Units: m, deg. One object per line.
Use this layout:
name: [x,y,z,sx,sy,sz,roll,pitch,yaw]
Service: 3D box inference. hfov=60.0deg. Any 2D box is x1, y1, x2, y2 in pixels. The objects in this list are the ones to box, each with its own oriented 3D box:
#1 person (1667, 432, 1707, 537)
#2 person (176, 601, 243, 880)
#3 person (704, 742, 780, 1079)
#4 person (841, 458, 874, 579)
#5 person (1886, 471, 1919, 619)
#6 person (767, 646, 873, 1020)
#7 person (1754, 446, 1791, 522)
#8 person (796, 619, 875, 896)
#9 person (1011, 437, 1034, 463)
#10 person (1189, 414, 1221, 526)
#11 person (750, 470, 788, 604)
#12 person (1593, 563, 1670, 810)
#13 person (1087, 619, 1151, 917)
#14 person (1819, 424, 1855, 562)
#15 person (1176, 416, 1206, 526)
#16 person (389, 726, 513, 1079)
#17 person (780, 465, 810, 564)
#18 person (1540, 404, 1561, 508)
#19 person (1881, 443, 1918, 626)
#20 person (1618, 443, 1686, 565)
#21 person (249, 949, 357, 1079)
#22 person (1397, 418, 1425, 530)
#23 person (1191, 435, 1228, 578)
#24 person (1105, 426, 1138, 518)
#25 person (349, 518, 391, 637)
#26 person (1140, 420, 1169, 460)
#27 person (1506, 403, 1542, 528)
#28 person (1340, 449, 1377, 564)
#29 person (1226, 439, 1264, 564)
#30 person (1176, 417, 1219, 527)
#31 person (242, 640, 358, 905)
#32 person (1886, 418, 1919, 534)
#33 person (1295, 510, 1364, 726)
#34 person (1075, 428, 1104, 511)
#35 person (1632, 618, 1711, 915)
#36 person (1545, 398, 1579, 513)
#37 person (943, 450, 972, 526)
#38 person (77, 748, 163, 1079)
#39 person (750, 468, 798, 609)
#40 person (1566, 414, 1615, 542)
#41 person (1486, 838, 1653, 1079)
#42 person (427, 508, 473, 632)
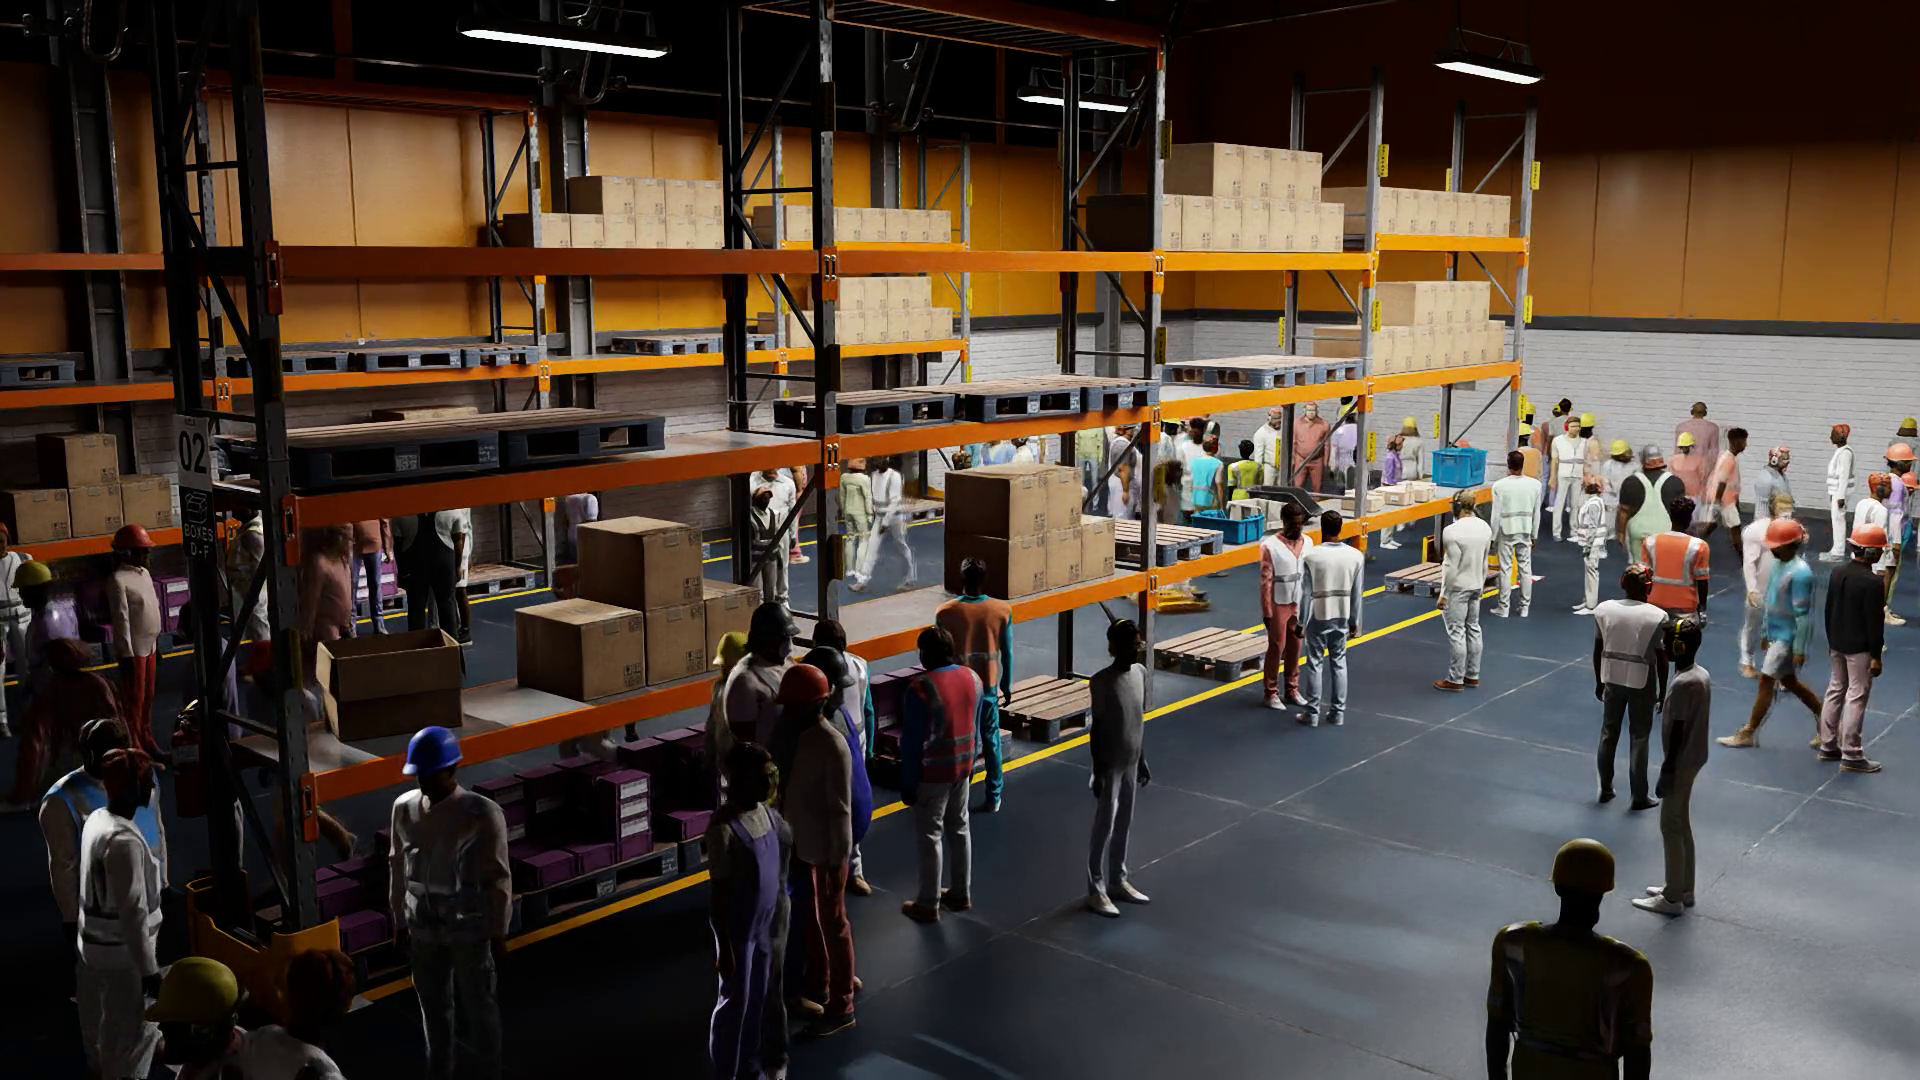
person: [10.001,-0.622,22.906,0.539,1.741,0.548,8,12,39]
person: [-4.822,1.319,10.712,0.360,1.938,0.635,-4,10,-20]
person: [-1.009,1.844,7.856,0.328,1.844,0.513,4,10,21]
person: [-1.347,-0.311,21.390,0.555,1.635,0.385,9,13,42]
person: [10.548,0.077,18.722,0.355,1.742,0.574,5,11,26]
person: [-0.737,1.551,9.023,0.536,2.000,0.686,5,11,26]
person: [9.626,-0.167,19.710,0.402,1.902,0.640,8,13,41]
person: [-0.825,1.396,10.597,0.632,1.832,0.430,-6,11,-31]
person: [0.784,-0.555,21.731,0.376,1.997,0.612,-1,10,-8]
person: [3.714,-1.193,25.463,0.612,2.029,0.407,6,11,33]
person: [-2.271,-0.170,19.612,0.372,1.939,0.631,7,12,36]
person: [4.977,1.086,12.379,0.389,1.846,0.566,-9,13,-44]
person: [1.009,1.402,10.425,0.516,1.871,0.325,-9,13,-44]
person: [11.939,-0.638,22.591,0.355,1.879,0.590,4,10,22]
person: [3.223,-0.822,23.636,0.724,1.884,0.673,-6,11,-33]
person: [-2.393,1.805,7.786,0.615,1.945,0.404,3,10,16]
person: [-2.327,-0.706,22.502,0.674,2.000,0.537,9,13,42]
person: [9.825,-1.386,27.422,0.534,1.757,0.337,7,12,37]
person: [10.468,-0.066,18.662,0.364,2.048,0.611,3,10,16]
person: [7.877,-0.115,18.974,0.706,2.000,0.538,4,10,22]
person: [-2.230,2.250,5.477,0.621,1.838,1.013,8,12,40]
person: [6.833,-1.018,25.421,0.495,1.683,0.944,2,10,14]
person: [3.200,-0.436,21.456,0.386,1.849,0.568,-7,12,-35]
person: [2.606,-1.284,26.720,0.600,1.798,0.893,5,11,26]
person: [-6.450,0.081,17.939,0.609,1.995,0.376,-6,11,-31]
person: [2.809,-0.928,24.192,0.372,1.917,0.596,-7,12,-36]
person: [8.608,-1.131,25.376,0.367,1.927,0.587,-8,12,-38]
person: [5.269,-0.439,22.080,0.879,1.648,0.534,-5,11,-28]
person: [3.819,-0.502,22.311,0.538,1.696,0.317,-2,10,-15]
person: [3.316,-0.761,23.132,0.610,1.946,0.753,4,10,24]
person: [-4.268,1.428,10.785,0.574,1.703,0.833,6,11,31]
person: [14.141,-0.964,24.925,0.312,1.744,0.487,-7,12,-35]
person: [3.235,0.690,14.573,0.600,1.909,0.398,-3,10,-16]
person: [2.082,-1.344,27.150,0.527,1.761,0.341,3,10,17]
person: [4.493,1.411,10.429,0.344,1.856,0.526,7,12,36]
person: [9.789,-1.372,27.034,0.507,1.861,0.329,2,10,12]
person: [-0.022,-0.155,19.837,0.341,1.839,0.501,-3,10,-19]
person: [-3.822,1.873,7.616,0.376,1.874,0.603,-7,12,-37]
person: [-2.179,-0.068,19.122,0.646,1.900,0.400,-3,10,-15]
person: [9.227,-0.892,24.120,0.697,1.888,0.607,3,10,15]
person: [2.296,2.064,6.303,0.592,1.925,0.385,6,11,32]
person: [-5.494,0.150,17.670,0.617,1.944,0.388,-1,10,-3]
